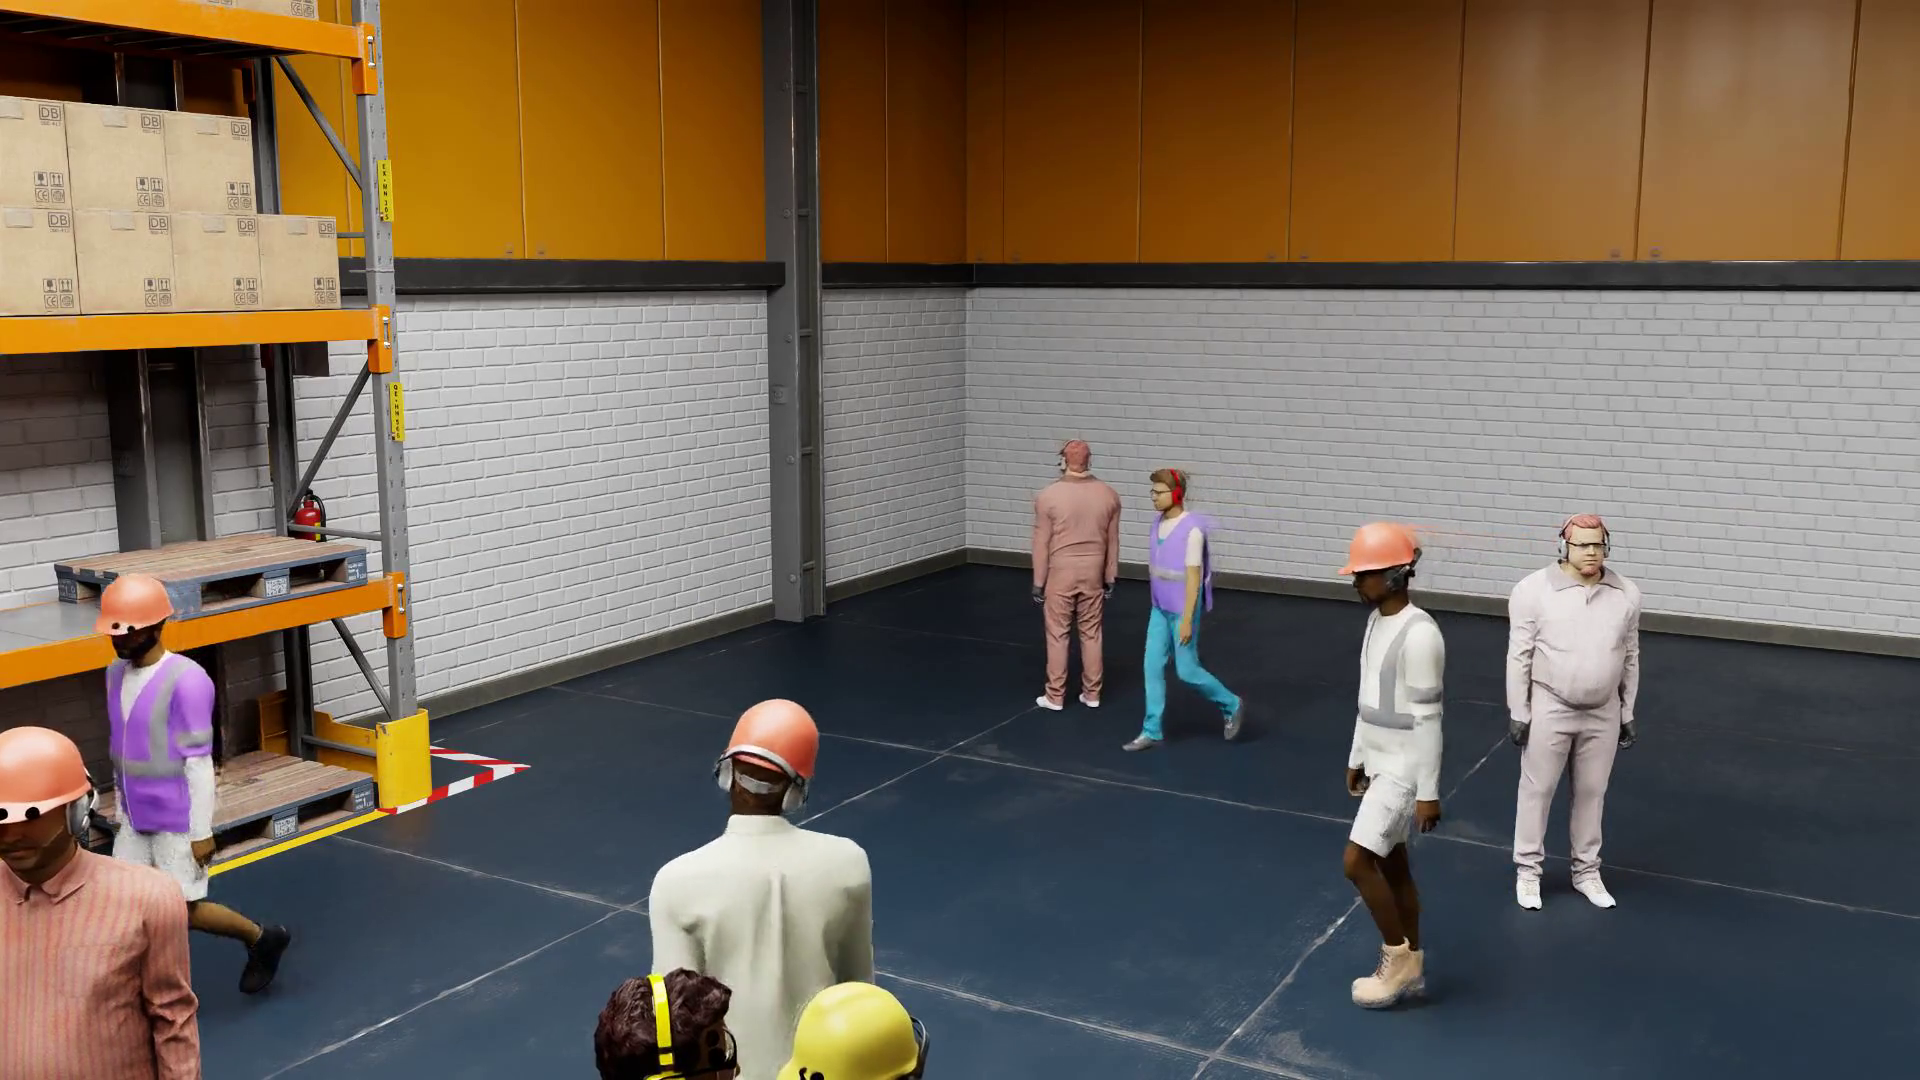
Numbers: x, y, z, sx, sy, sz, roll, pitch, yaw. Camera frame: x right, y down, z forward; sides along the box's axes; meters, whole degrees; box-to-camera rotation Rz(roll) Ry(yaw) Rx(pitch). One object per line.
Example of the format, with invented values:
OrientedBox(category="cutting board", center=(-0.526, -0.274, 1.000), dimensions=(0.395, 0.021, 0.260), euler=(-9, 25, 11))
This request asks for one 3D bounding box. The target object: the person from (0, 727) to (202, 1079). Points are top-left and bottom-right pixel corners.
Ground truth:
OrientedBox(category="person", center=(-2.135, 1.410, 3.965), dimensions=(0.612, 1.995, 0.382), euler=(-2, 9, -12))

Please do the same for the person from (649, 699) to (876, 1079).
OrientedBox(category="person", center=(-0.481, 1.391, 4.218), dimensions=(0.639, 1.947, 0.593), euler=(-4, 10, -23))

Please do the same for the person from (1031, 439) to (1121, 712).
OrientedBox(category="person", center=(0.788, 0.250, 11.521), dimensions=(0.647, 1.896, 0.404), euler=(-4, 10, -21))

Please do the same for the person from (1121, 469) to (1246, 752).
OrientedBox(category="person", center=(1.429, 0.443, 10.557), dimensions=(0.758, 1.819, 0.570), euler=(-5, 10, -26))

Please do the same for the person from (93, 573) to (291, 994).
OrientedBox(category="person", center=(-3.072, 1.037, 6.579), dimensions=(0.576, 1.909, 0.700), euler=(5, 11, 30))

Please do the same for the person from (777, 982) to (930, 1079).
OrientedBox(category="person", center=(-0.169, 1.664, 3.121), dimensions=(0.339, 1.760, 0.527), euler=(-6, 11, -33))

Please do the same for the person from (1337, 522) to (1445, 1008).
OrientedBox(category="person", center=(1.743, 0.934, 6.854), dimensions=(0.521, 2.018, 0.633), euler=(0, 9, -2))

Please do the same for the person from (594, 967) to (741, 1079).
OrientedBox(category="person", center=(-0.492, 1.642, 2.907), dimensions=(0.329, 1.872, 0.508), euler=(-4, 10, -24))

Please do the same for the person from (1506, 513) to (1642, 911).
OrientedBox(category="person", center=(2.932, 0.817, 7.940), dimensions=(0.643, 1.909, 0.410), euler=(-1, 9, -3))
